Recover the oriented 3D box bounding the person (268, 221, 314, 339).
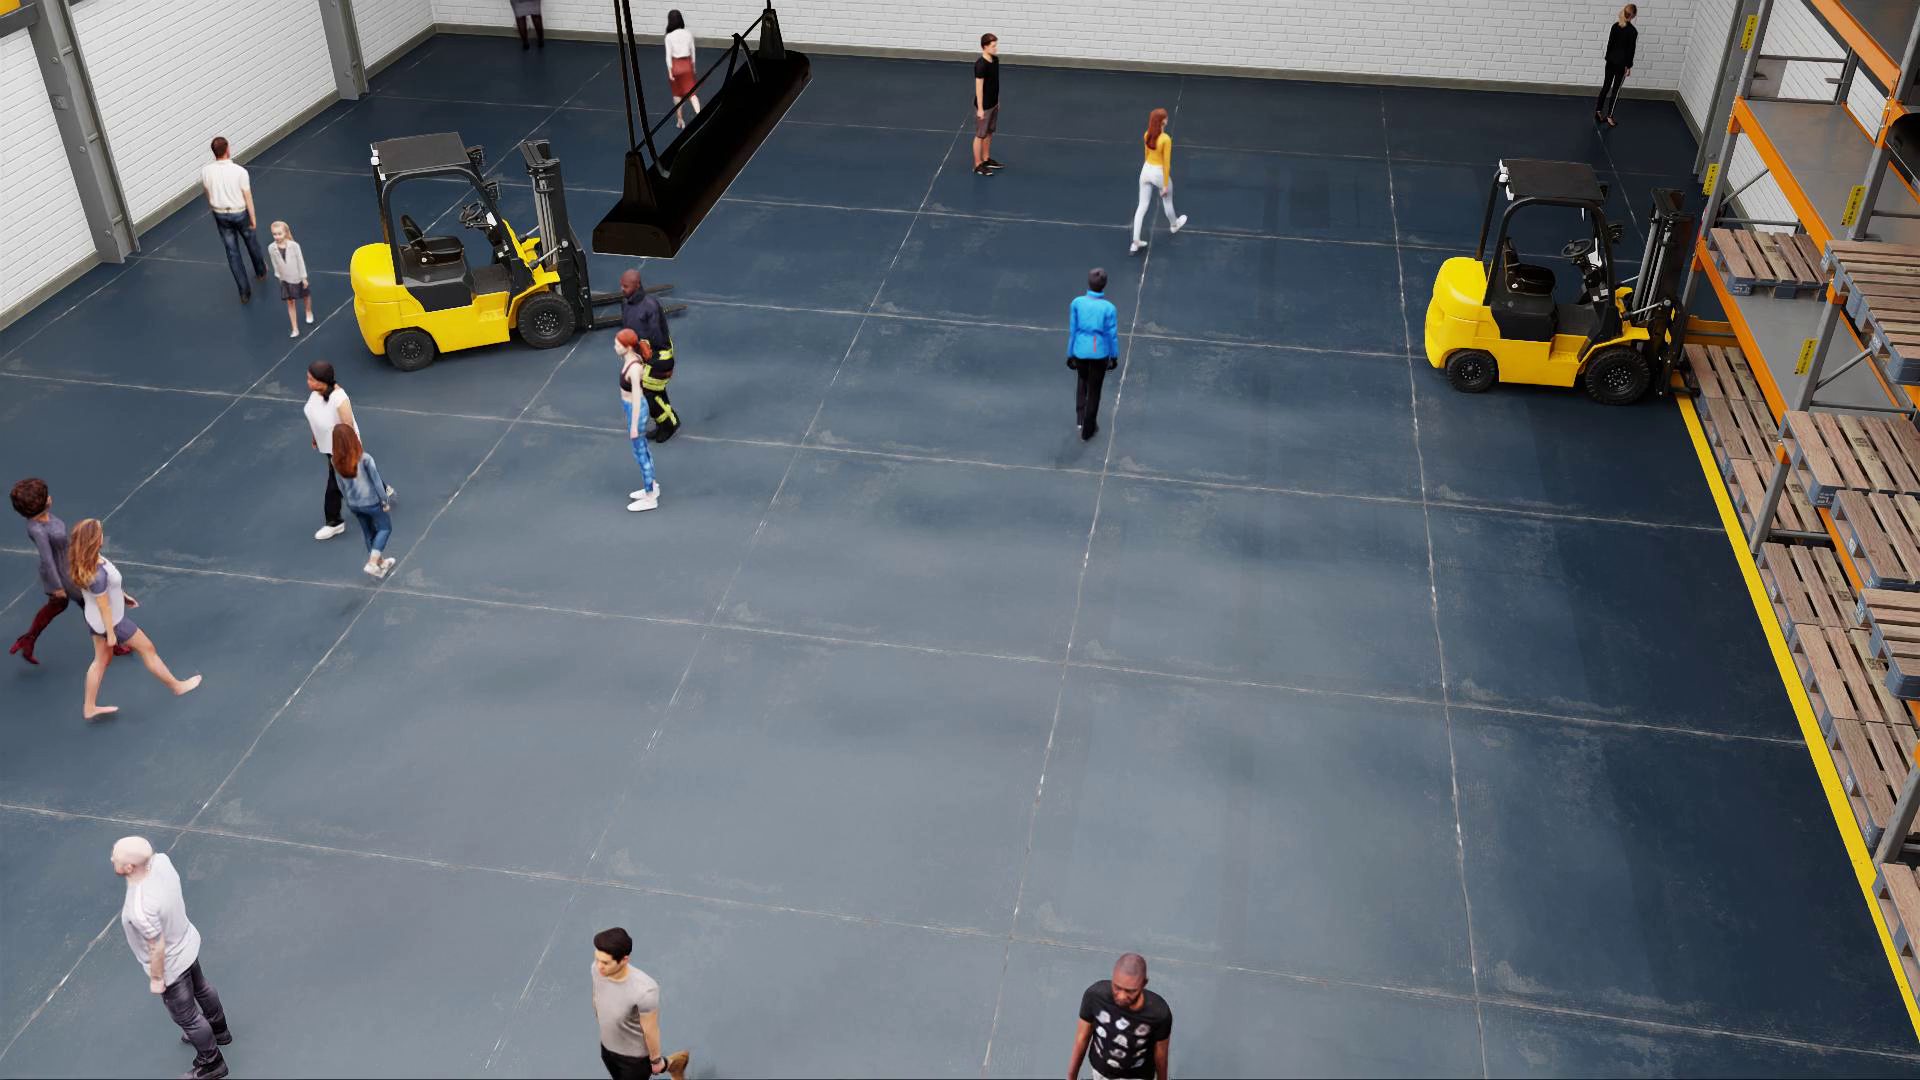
[{"bbox_3d":[-7.295,-2.902,18.219,0.702,1.247,0.934,-5,34,-8],"label":"person"}]

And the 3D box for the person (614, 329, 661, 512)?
[{"bbox_3d":[-2.907,-1.110,15.034,0.730,1.787,0.655,-7,34,-10],"label":"person"}]

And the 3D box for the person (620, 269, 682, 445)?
[{"bbox_3d":[-2.931,-1.808,16.072,0.995,1.802,0.949,-27,42,-35],"label":"person"}]

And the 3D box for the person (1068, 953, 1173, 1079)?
[{"bbox_3d":[0.899,2.857,9.104,0.887,1.745,1.266,14,36,20],"label":"person"}]

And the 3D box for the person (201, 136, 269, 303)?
[{"bbox_3d":[-8.195,-3.564,18.705,0.947,1.811,1.194,-7,34,-11],"label":"person"}]

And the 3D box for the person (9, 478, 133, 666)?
[{"bbox_3d":[-7.135,0.299,13.009,1.059,1.682,1.072,-17,37,-23],"label":"person"}]

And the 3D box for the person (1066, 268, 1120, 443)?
[{"bbox_3d":[1.228,-1.743,15.992,0.702,1.781,0.724,13,36,19],"label":"person"}]

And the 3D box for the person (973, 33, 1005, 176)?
[{"bbox_3d":[0.344,-5.786,22.005,0.784,1.859,0.619,17,37,24],"label":"person"}]

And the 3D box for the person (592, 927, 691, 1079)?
[{"bbox_3d":[-1.786,2.752,9.300,0.888,1.703,1.062,23,40,31],"label":"person"}]

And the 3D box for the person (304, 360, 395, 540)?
[{"bbox_3d":[-5.486,-0.874,14.792,1.142,1.663,1.058,-23,40,-30],"label":"person"}]

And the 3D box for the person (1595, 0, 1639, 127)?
[{"bbox_3d":[9.309,-6.732,23.566,0.753,1.705,0.676,-18,38,-25],"label":"person"}]

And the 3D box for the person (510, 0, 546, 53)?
[{"bbox_3d":[-6.927,-8.694,26.471,0.776,1.758,0.794,-12,35,-17],"label":"person"}]

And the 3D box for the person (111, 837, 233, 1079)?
[{"bbox_3d":[-4.589,2.417,9.687,0.793,1.832,0.655,-6,34,-10],"label":"person"}]

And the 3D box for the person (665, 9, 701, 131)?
[{"bbox_3d":[-3.834,-6.472,23.156,0.982,1.727,1.115,-16,37,-23],"label":"person"}]

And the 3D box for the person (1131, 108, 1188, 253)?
[{"bbox_3d":[2.264,-4.255,19.857,1.026,1.687,1.259,26,42,34],"label":"person"}]

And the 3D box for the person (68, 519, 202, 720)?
[{"bbox_3d":[-6.491,0.651,12.495,1.141,1.665,1.006,-25,41,-32],"label":"person"}]

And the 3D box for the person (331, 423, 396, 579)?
[{"bbox_3d":[-5.076,-0.284,14.081,0.584,1.467,0.659,7,34,11],"label":"person"}]
